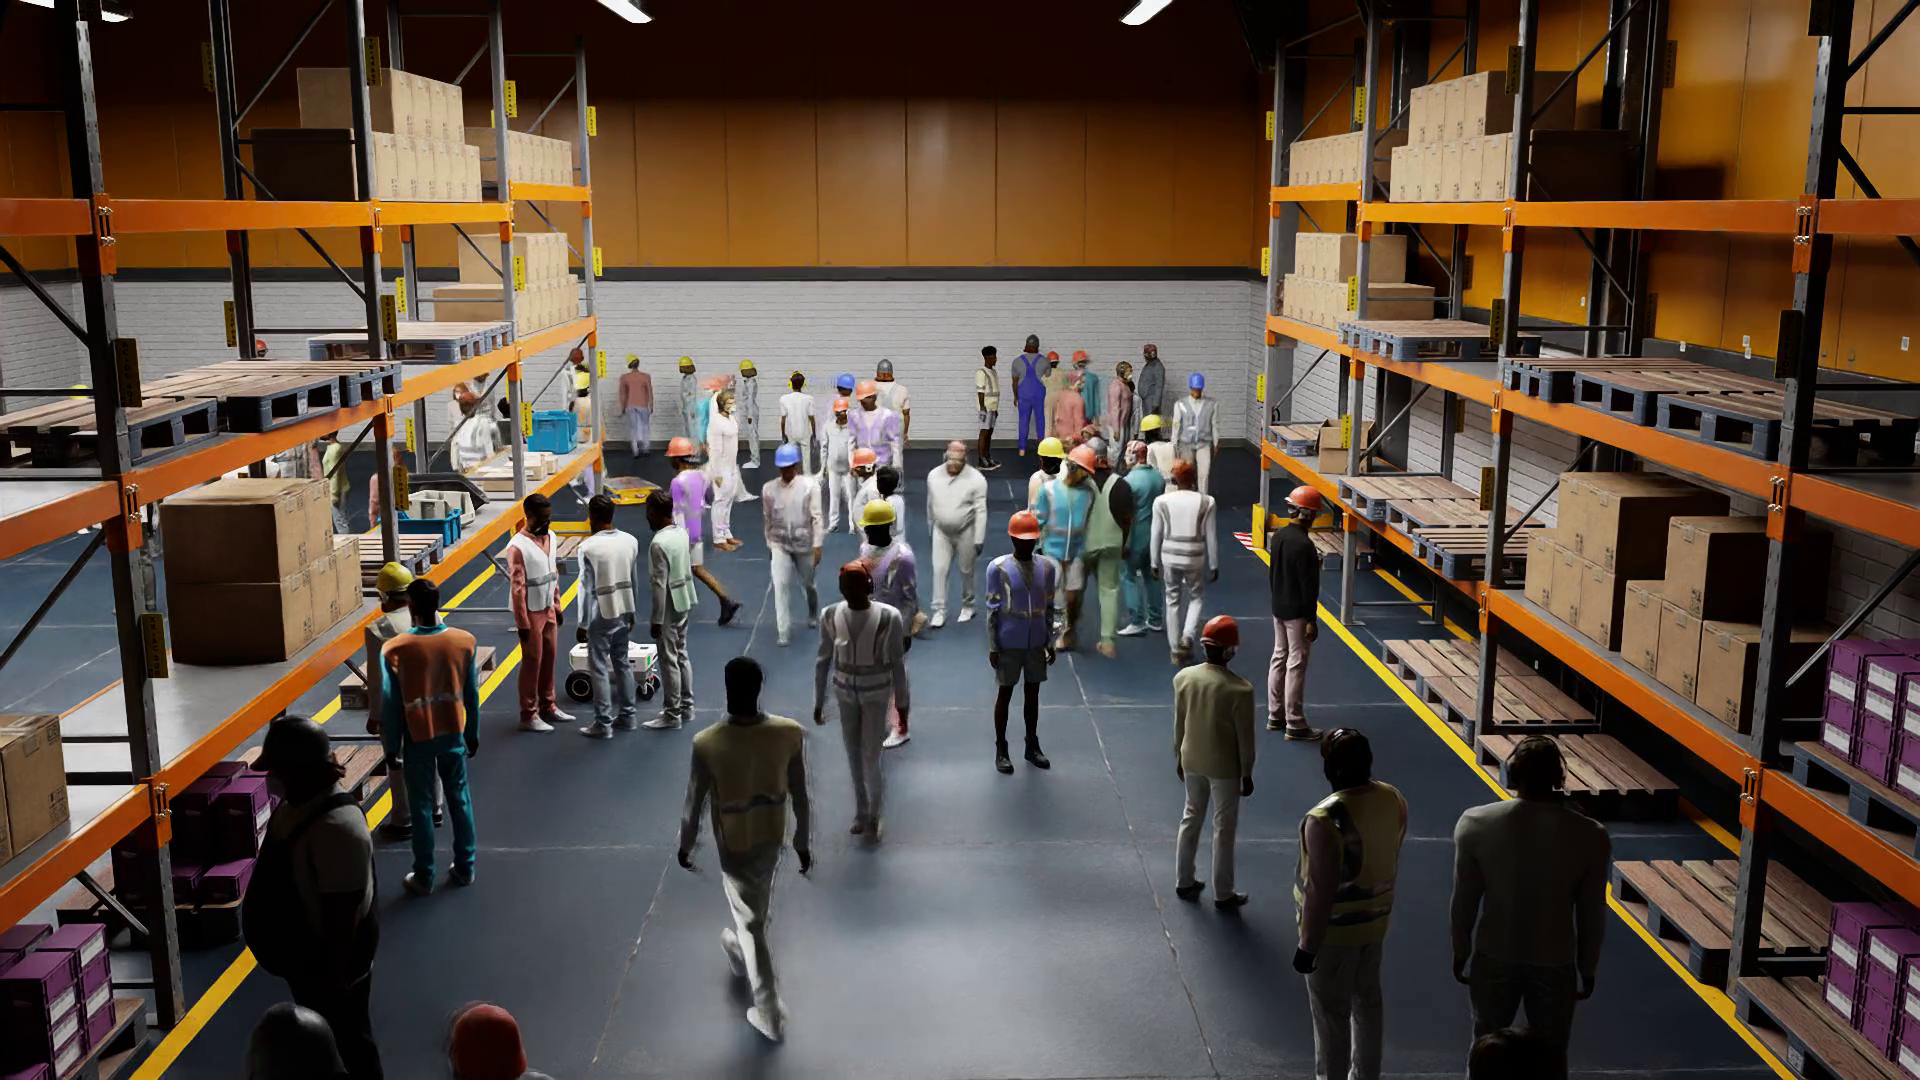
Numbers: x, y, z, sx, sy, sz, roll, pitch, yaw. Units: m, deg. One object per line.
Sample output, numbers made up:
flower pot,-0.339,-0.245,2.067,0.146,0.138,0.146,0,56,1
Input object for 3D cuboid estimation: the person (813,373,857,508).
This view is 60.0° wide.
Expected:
person,-1.736,-1.337,22.709,0.894,1.900,0.651,-3,12,-15

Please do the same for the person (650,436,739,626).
person,-2.634,-0.070,16.333,0.881,1.909,0.555,4,12,18

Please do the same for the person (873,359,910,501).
person,-1.048,-1.522,23.264,0.684,2.000,0.538,-2,11,-10

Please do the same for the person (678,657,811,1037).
person,-1.131,1.504,8.522,0.614,1.868,1.006,-7,13,-32

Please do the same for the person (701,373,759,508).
person,-3.294,-1.382,23.054,1.013,1.855,0.676,-5,12,-23

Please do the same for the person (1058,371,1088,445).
person,1.504,-1.416,23.139,0.603,1.885,0.687,-4,12,-20

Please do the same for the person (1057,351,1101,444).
person,1.797,-1.945,25.652,0.612,1.933,1.035,-7,13,-30

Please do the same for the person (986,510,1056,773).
person,0.460,0.737,12.197,0.545,1.939,0.354,-5,12,-22

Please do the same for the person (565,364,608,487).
person,-5.625,-1.743,24.957,0.519,1.817,0.976,8,14,34

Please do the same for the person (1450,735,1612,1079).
person,2.393,1.769,7.061,0.629,1.932,0.377,4,12,19

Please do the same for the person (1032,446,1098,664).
person,0.939,0.115,15.229,0.679,1.989,0.616,-2,11,-10

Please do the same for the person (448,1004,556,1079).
person,-1.522,2.229,5.279,0.570,1.722,0.769,-10,15,-41

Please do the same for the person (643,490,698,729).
person,-2.303,0.550,13.220,0.411,1.908,0.593,2,11,8

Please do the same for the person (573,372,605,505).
person,-5.167,-1.399,23.067,0.545,1.885,0.598,-8,14,-35

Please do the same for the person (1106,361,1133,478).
person,2.309,-1.632,24.107,0.370,1.931,0.624,4,12,18

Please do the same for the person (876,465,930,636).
person,-0.633,0.115,15.972,0.718,1.676,0.539,3,12,14

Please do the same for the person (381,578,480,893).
person,-3.177,1.180,10.069,0.582,1.908,0.414,-9,15,-40

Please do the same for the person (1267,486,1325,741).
person,2.626,0.562,12.951,0.393,1.986,0.611,-3,12,-16

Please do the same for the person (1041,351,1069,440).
person,1.547,-2.274,27.745,0.564,1.755,0.323,-4,12,-17

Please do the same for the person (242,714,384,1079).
person,-2.754,1.706,7.076,0.535,2.000,0.686,-8,14,-34

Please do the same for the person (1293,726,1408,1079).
person,1.709,1.731,7.460,0.633,1.839,0.429,-10,15,-40

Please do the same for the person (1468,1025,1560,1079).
person,1.555,2.264,4.776,0.429,1.846,0.627,-2,11,-11

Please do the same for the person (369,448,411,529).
person,-6.005,-0.201,17.727,0.507,1.610,0.697,-1,11,-4

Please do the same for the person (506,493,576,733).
person,-3.345,0.567,13.133,0.407,1.909,0.593,3,12,16

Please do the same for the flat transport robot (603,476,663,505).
flat transport robot,-4.760,-0.718,23.685,0.652,0.197,1.431,-6,13,-29

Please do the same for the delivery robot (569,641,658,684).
delivery robot,-2.920,1.011,14.067,0.707,0.478,0.477,0,11,2

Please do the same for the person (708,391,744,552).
person,-2.839,-0.841,20.103,0.354,1.938,0.636,2,11,10

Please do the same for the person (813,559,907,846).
person,-0.669,1.050,10.810,0.604,1.858,0.652,4,12,18

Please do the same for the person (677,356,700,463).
person,-4.424,-2.125,27.064,0.316,1.737,0.489,-6,13,-26

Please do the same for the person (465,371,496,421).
person,-7.695,-1.967,26.564,0.547,1.602,0.428,-7,14,-33
